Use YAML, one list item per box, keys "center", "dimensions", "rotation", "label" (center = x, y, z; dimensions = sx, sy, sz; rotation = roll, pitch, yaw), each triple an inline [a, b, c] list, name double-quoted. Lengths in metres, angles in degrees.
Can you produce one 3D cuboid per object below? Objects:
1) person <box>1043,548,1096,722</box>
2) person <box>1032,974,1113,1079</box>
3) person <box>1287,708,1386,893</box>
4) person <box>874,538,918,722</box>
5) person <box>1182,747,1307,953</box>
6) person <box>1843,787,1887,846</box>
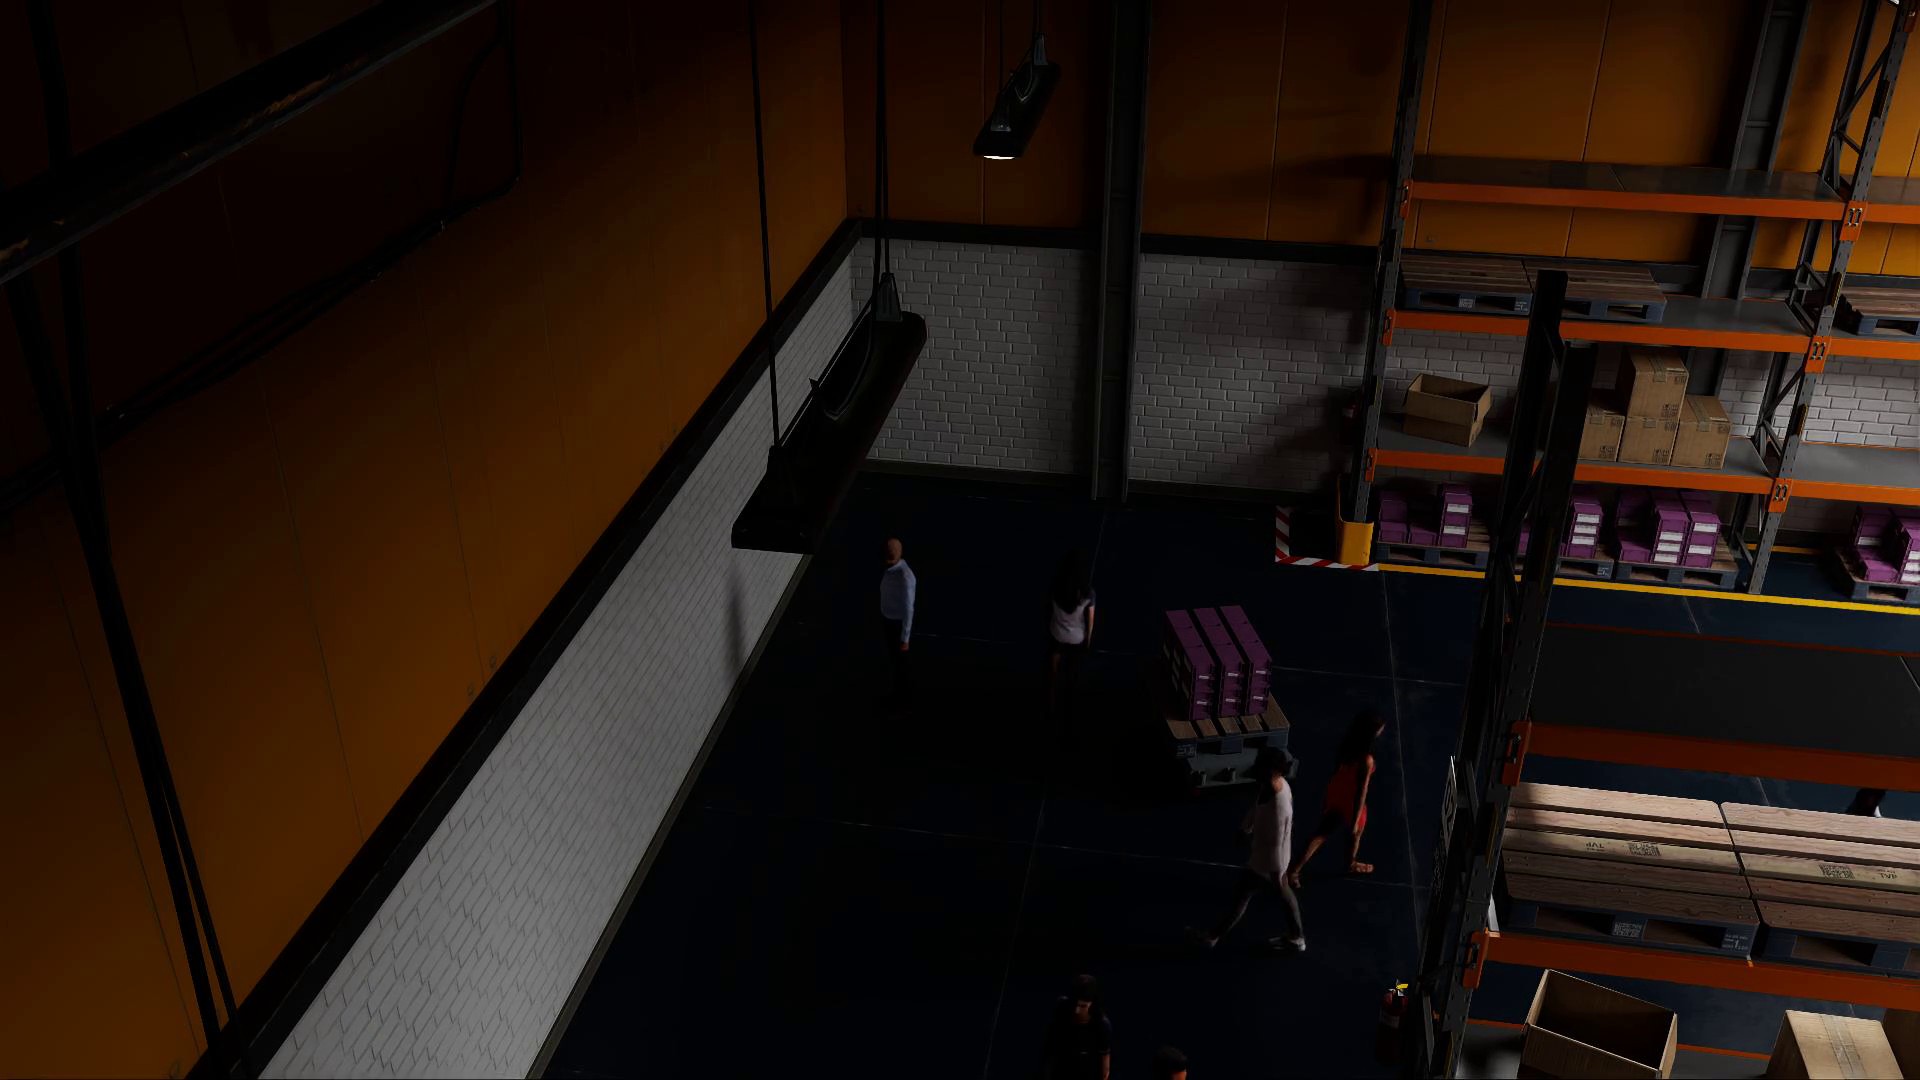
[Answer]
- center: [0.939, 0.883, 14.627]
  dimensions: [0.780, 1.686, 0.665]
  rotation: [3, 29, 6]
  label: "person"
- center: [0.780, 3.268, 10.182]
  dimensions: [0.802, 1.755, 0.731]
  rotation: [-22, 36, -35]
  label: "person"
- center: [2.858, 1.999, 12.580]
  dimensions: [1.184, 1.685, 1.002]
  rotation: [-13, 31, -22]
  label: "person"
- center: [-0.553, 0.767, 14.733]
  dimensions: [0.730, 1.789, 0.725]
  rotation: [-11, 30, -19]
  label: "person"
- center: [2.310, 2.279, 11.963]
  dimensions: [1.131, 1.787, 0.678]
  rotation: [4, 29, 8]
  label: "person"
- center: [6.740, 2.318, 12.452]
  dimensions: [0.574, 1.249, 0.529]
  rotation: [-2, 29, -5]
  label: "person"
